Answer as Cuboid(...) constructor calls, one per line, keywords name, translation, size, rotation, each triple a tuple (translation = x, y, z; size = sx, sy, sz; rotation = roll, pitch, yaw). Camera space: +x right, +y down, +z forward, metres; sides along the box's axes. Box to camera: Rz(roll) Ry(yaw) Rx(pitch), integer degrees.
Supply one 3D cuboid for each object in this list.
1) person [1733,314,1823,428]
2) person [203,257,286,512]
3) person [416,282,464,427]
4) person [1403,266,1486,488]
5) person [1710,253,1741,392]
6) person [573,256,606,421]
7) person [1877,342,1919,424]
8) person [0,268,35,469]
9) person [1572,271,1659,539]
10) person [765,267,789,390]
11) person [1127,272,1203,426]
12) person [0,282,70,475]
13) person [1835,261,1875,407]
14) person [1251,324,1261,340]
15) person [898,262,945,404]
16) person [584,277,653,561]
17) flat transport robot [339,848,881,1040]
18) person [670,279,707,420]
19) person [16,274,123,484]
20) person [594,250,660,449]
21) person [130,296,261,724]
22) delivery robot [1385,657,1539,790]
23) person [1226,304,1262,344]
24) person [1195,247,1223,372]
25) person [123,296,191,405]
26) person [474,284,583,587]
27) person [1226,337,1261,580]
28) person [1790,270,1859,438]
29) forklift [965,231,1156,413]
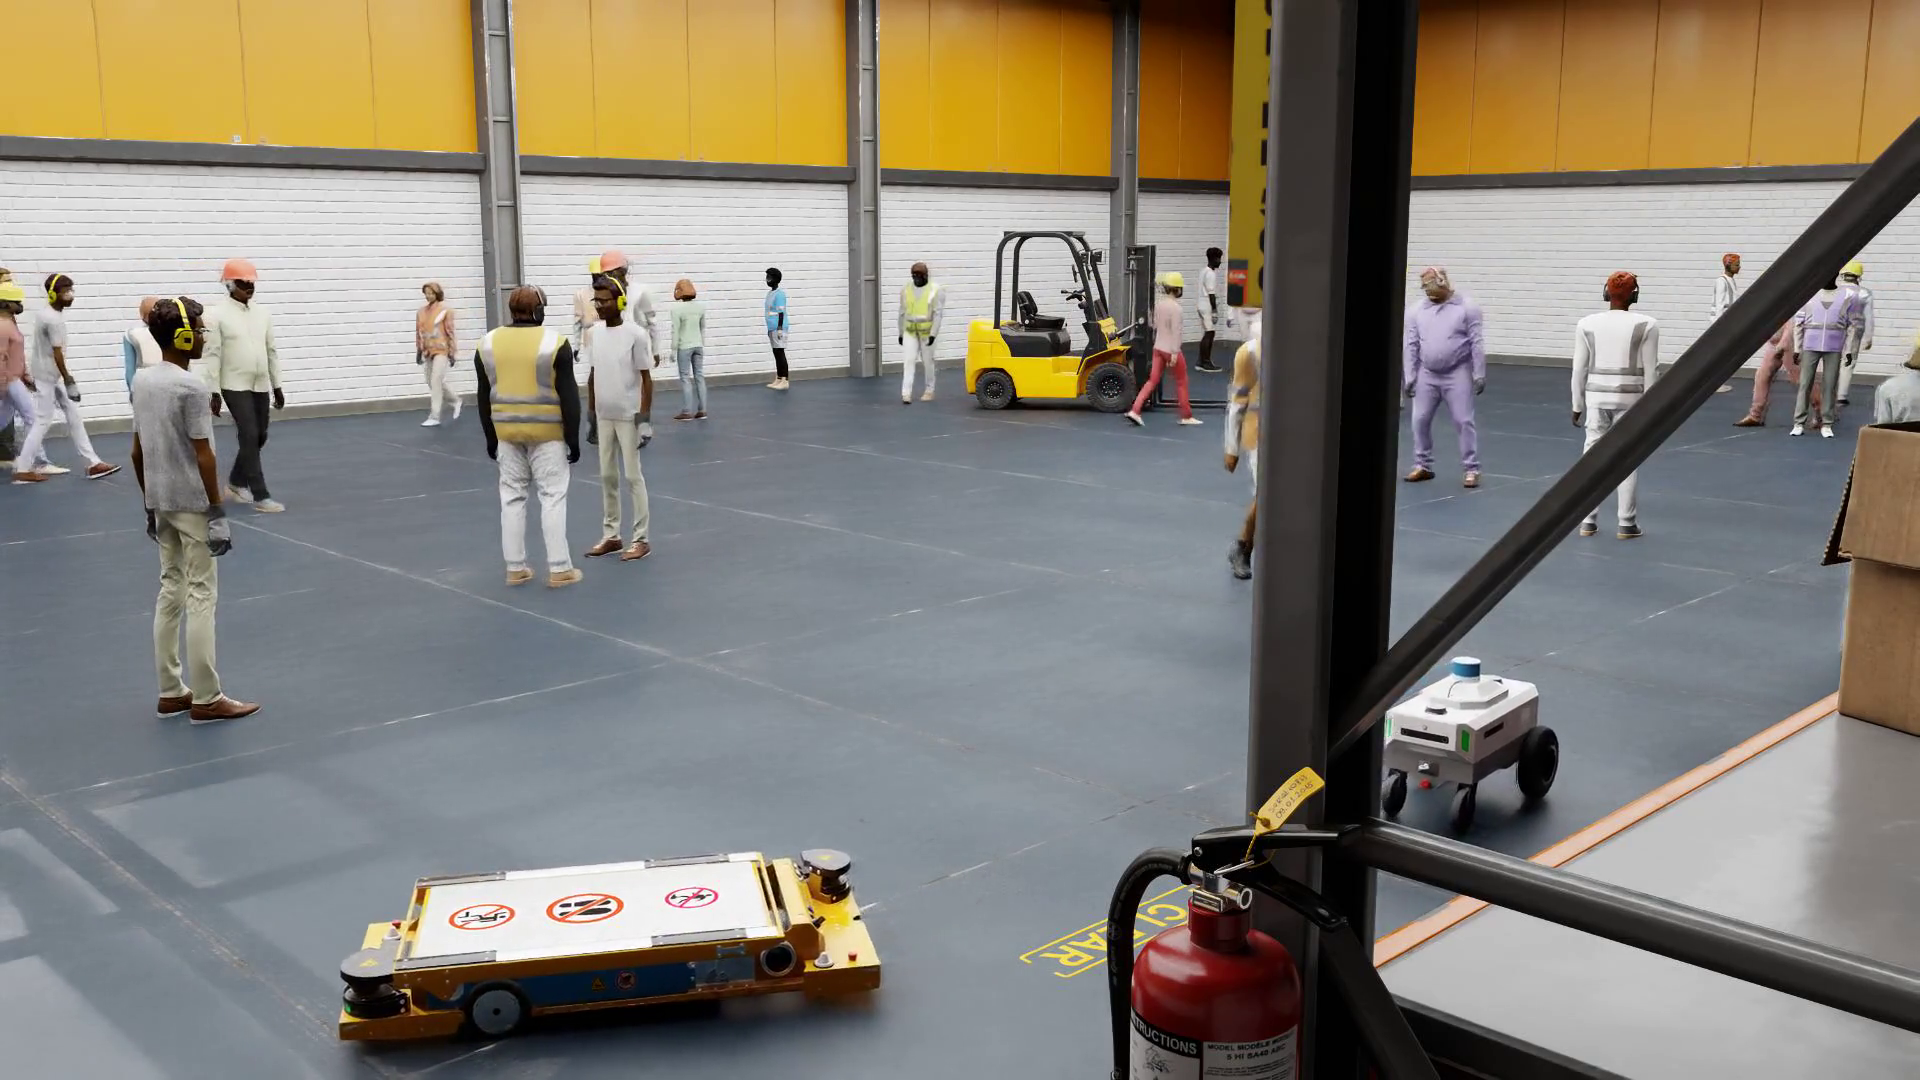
Cuboid(name="person", translation=(9.208, -2.161, 18.426), size=(0.962, 1.870, 0.635), rotation=(-1, 10, -3))
Cuboid(name="person", translation=(-5.588, -1.215, 12.995), size=(0.737, 1.989, 0.626), rotation=(5, 11, 25))
Cuboid(name="person", translation=(-5.879, -2.111, 18.783), size=(0.522, 1.615, 0.693), rotation=(5, 12, 27))
Cuboid(name="person", translation=(4.144, -1.393, 14.207), size=(0.719, 1.867, 0.399), rotation=(8, 13, 38))
Cuboid(name="person", translation=(10.464, -2.971, 22.775), size=(0.342, 1.882, 0.579), rotation=(8, 13, 36))
Cuboid(name="person", translation=(-3.952, -2.170, 18.327), size=(0.611, 1.911, 0.577), rotation=(1, 10, 5))
Cuboid(name="person", translation=(4.984, -0.300, 8.670), size=(0.488, 1.713, 0.787), rotation=(10, 14, 43))
Cuboid(name="person", translation=(-8.750, -1.572, 15.252), size=(0.346, 1.847, 0.505), rotation=(-4, 11, -23))
Cuboid(name="person", translation=(4.618, -0.948, 11.746), size=(0.572, 1.883, 0.358), rotation=(7, 13, 34))
Cuboid(name="person", translation=(-2.544, -2.929, 23.082), size=(0.320, 1.694, 0.537), rotation=(-4, 11, -21))
Cuboid(name="person", translation=(2.285, -2.123, 18.561), size=(0.874, 1.730, 0.519), rotation=(-5, 12, -27))
Cuboid(name="person", translation=(-8.476, -1.418, 14.726), size=(0.845, 1.727, 0.527), rotation=(-5, 11, -24))
Cuboid(name="person", translation=(11.098, -2.575, 20.798), size=(0.616, 1.811, 0.494), rotation=(10, 14, 43))
Cuboid(name="person", translation=(2.894, -1.412, 15.053), size=(0.545, 1.587, 0.870), rotation=(6, 12, 28))
Cuboid(name="person", translation=(-0.500, -2.634, 21.208), size=(0.648, 1.794, 0.837), rotation=(3, 11, 15))
Cuboid(name="person", translation=(-2.256, -0.792, 10.952), size=(0.533, 1.861, 0.310), rotation=(6, 12, 28))
Cuboid(name="flat transport robot", translation=(-0.988, 1.135, 4.777), size=(1.431, 0.197, 0.652), rotation=(-2, 10, -12))
Cuboid(name="person", translation=(-3.138, -2.198, 19.242), size=(0.274, 1.633, 0.505), rotation=(9, 14, 41))
Cuboid(name="person", translation=(-7.788, -1.386, 14.354), size=(0.835, 1.800, 0.565), rotation=(-4, 11, -20))
Cuboid(name="person", translation=(-3.352, -1.890, 16.626), size=(0.613, 1.973, 1.019), rotation=(2, 11, 12))
Cuboid(name="person", translation=(-3.402, -0.123, 7.310), size=(0.526, 1.860, 0.315), rotation=(6, 12, 31))
Cuboid(name="delivery robot", translation=(1.883, 0.682, 6.224), size=(0.477, 0.478, 0.707), rotation=(8, 13, 39))
Cuboid(name="person", translation=(4.287, -3.323, 24.727), size=(0.679, 1.861, 0.944), rotation=(5, 12, 25))
Cuboid(name="person", translation=(3.915, -3.614, 26.113), size=(0.393, 1.950, 0.623), rotation=(-1, 10, -4))
Cuboid(name="person", translation=(-6.866, -1.275, 14.249), size=(0.521, 1.620, 0.608), rotation=(-3, 11, -17))
Cuboid(name="person", translation=(-2.598, -0.630, 10.125), size=(0.633, 1.841, 0.429), rotation=(2, 11, 9))
Cuboid(name="person", translation=(1.849, -0.608, 9.955), size=(0.528, 1.880, 1.058), rotation=(-4, 11, -20))
Cuboid(name="person", translation=(9.138, -2.044, 17.598), size=(0.589, 1.927, 0.388), rotation=(5, 12, 27))
Cuboid(name="forklift", translation=(1.222, -2.721, 20.561), size=(2.313, 2.155, 1.214), rotation=(2, 11, 13))
